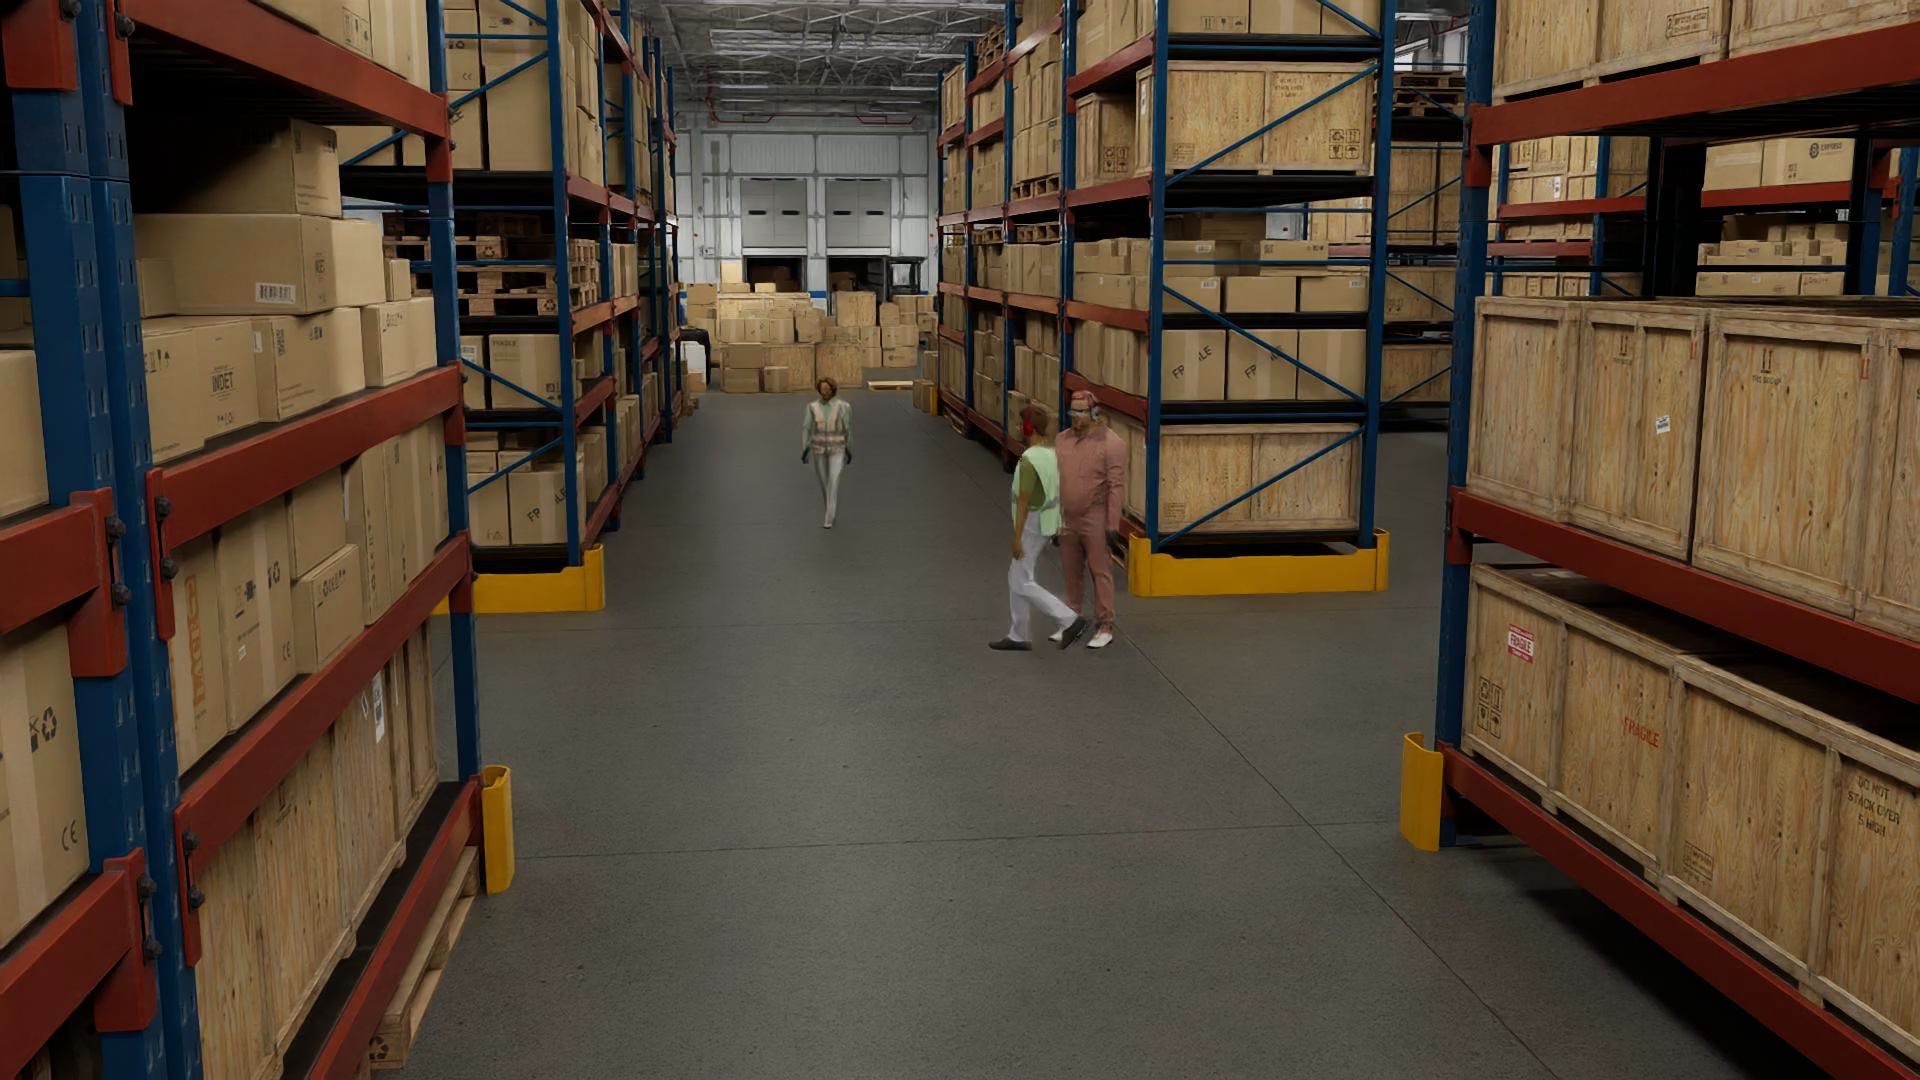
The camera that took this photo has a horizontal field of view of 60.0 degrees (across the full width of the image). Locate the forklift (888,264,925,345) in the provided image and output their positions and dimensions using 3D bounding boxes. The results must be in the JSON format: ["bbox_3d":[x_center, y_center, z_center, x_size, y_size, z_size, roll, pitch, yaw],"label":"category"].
[{"bbox_3d":[-1.879,-7.661,53.164,1.129,2.768,1.873,-2,10,-14],"label":"forklift"}]

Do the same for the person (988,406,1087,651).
[{"bbox_3d":[0.547,-0.058,12.012,0.682,1.806,0.591,3,10,15],"label":"person"}]

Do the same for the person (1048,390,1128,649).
[{"bbox_3d":[0.923,-0.158,12.328,0.659,1.909,0.404,8,13,40],"label":"person"}]

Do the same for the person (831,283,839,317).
[{"bbox_3d":[-4.597,-8.572,61.550,1.014,1.824,0.583,-9,13,-41],"label":"person"}]

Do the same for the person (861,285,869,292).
[{"bbox_3d":[-2.984,-7.104,52.719,0.631,1.916,0.660,-4,10,-21],"label":"person"}]

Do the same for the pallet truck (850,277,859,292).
[{"bbox_3d":[-3.782,-9.391,65.808,1.885,1.965,0.823,2,10,10],"label":"pallet truck"}]

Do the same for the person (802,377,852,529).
[{"bbox_3d":[-1.418,-0.964,17.892,0.528,1.603,0.830,1,10,8],"label":"person"}]

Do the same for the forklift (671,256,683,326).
[{"bbox_3d":[-10.866,-8.982,60.854,1.129,2.768,1.873,-4,11,-22],"label":"forklift"}]
